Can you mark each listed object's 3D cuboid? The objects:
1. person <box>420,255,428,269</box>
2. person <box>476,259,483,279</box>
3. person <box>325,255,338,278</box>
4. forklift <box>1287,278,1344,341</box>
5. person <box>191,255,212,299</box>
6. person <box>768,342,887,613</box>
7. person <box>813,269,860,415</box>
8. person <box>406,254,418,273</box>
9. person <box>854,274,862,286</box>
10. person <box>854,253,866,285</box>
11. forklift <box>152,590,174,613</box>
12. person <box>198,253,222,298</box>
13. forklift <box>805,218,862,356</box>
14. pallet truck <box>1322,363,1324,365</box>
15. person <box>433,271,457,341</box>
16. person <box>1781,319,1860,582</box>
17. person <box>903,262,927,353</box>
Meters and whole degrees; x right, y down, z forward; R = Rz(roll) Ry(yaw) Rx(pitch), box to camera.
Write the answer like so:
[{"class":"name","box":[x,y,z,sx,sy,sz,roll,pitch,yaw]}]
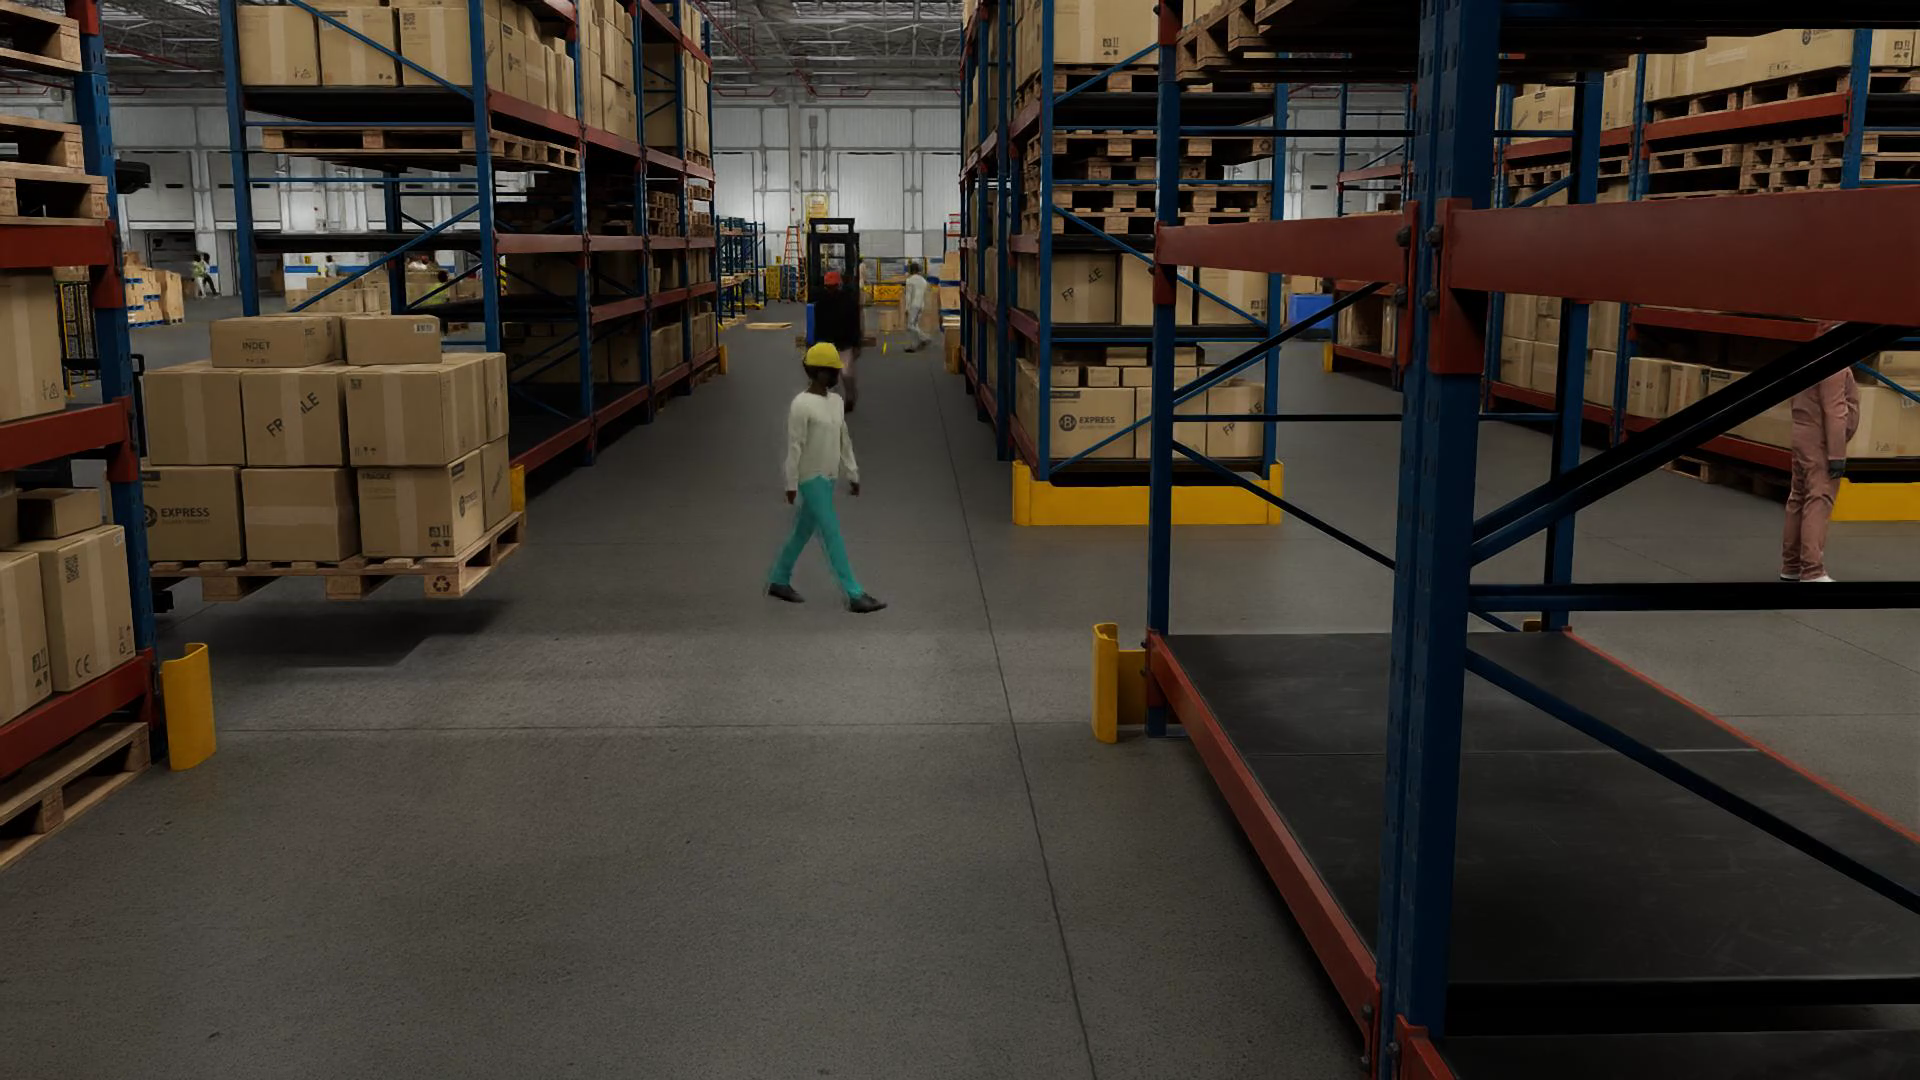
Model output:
[{"class":"person","box":[-17.823,-8.527,55.402,0.362,1.882,0.576,-3,11,-14]},{"class":"person","box":[-16.748,-9.122,58.623,0.585,1.922,0.391,-6,12,-29]},{"class":"person","box":[-24.235,-10.094,64.329,0.883,1.827,0.581,6,12,31]},{"class":"forklift","box":[8.796,-6.134,39.295,1.873,2.768,1.129,0,10,-2]},{"class":"person","box":[-31.036,-10.745,68.026,0.971,1.787,0.627,2,10,10]},{"class":"person","box":[-0.879,-0.407,10.627,0.931,1.713,0.543,5,11,25]},{"class":"person","box":[-1.652,-2.589,22.045,0.640,1.977,0.432,2,10,10]},{"class":"person","box":[-18.562,-8.677,56.157,0.724,1.904,0.665,-7,12,-34]},{"class":"person","box":[-2.487,-5.325,38.341,0.602,1.606,0.530,8,13,38]},{"class":"person","box":[-3.799,-9.881,62.858,0.594,1.909,0.530,6,12,29]},{"class":"forklift","box":[-5.858,-0.811,9.639,1.873,2.768,1.129,-1,10,-3]},{"class":"person","box":[-31.211,-10.940,68.913,0.988,1.860,0.573,2,10,12]},{"class":"forklift","box":[-2.613,-5.218,34.188,1.129,2.768,1.873,0,10,-2]},{"class":"pallet truck","box":[7.712,-4.157,30.737,1.885,1.965,0.823,3,11,16]},{"class":"person","box":[-11.783,-5.325,38.154,0.552,1.663,0.739,10,14,43]},{"class":"person","box":[5.848,-0.618,11.270,0.411,1.911,0.643,1,10,5]},{"class":"person","box":[-0.947,-4.883,34.984,0.575,1.925,0.655,7,12,34]}]
